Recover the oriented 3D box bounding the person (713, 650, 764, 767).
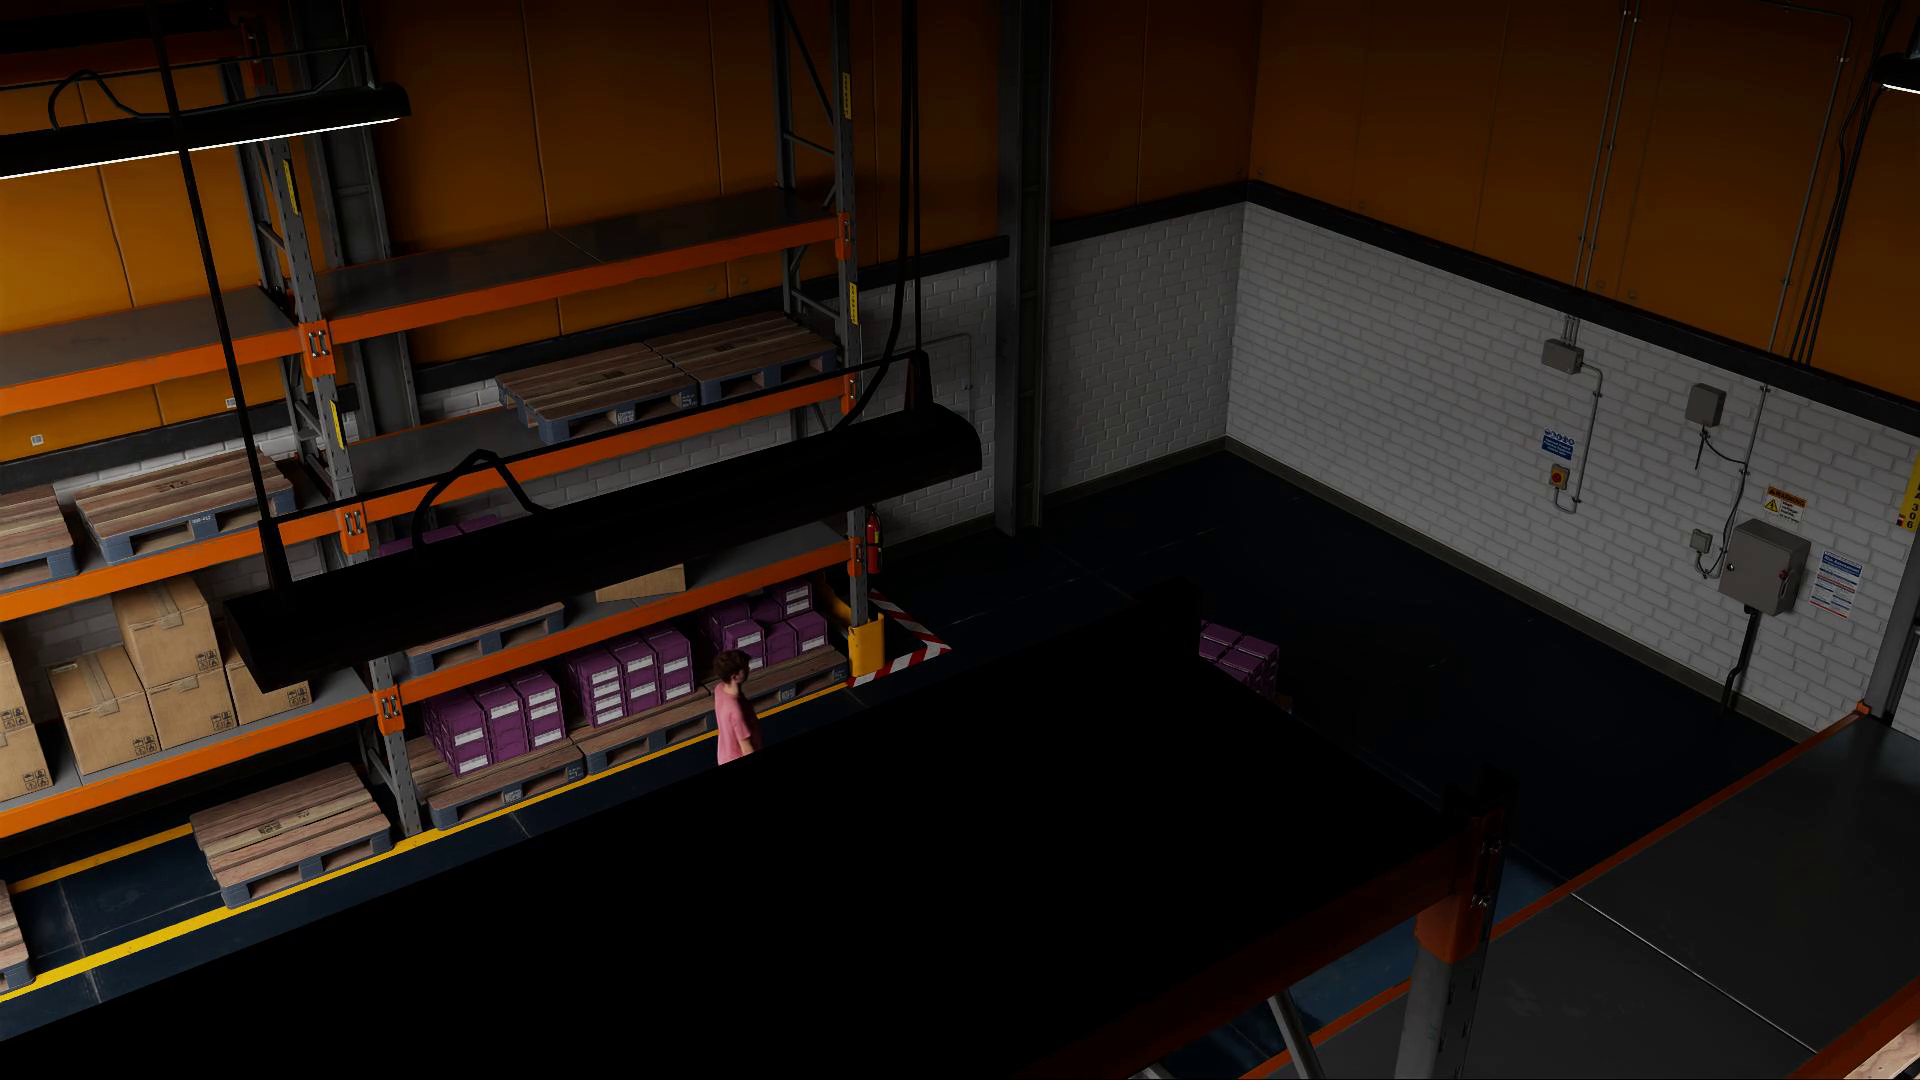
[{"bbox_3d":[-1.548,1.615,11.627,0.582,1.959,0.643,-14,32,-24],"label":"person"}]
